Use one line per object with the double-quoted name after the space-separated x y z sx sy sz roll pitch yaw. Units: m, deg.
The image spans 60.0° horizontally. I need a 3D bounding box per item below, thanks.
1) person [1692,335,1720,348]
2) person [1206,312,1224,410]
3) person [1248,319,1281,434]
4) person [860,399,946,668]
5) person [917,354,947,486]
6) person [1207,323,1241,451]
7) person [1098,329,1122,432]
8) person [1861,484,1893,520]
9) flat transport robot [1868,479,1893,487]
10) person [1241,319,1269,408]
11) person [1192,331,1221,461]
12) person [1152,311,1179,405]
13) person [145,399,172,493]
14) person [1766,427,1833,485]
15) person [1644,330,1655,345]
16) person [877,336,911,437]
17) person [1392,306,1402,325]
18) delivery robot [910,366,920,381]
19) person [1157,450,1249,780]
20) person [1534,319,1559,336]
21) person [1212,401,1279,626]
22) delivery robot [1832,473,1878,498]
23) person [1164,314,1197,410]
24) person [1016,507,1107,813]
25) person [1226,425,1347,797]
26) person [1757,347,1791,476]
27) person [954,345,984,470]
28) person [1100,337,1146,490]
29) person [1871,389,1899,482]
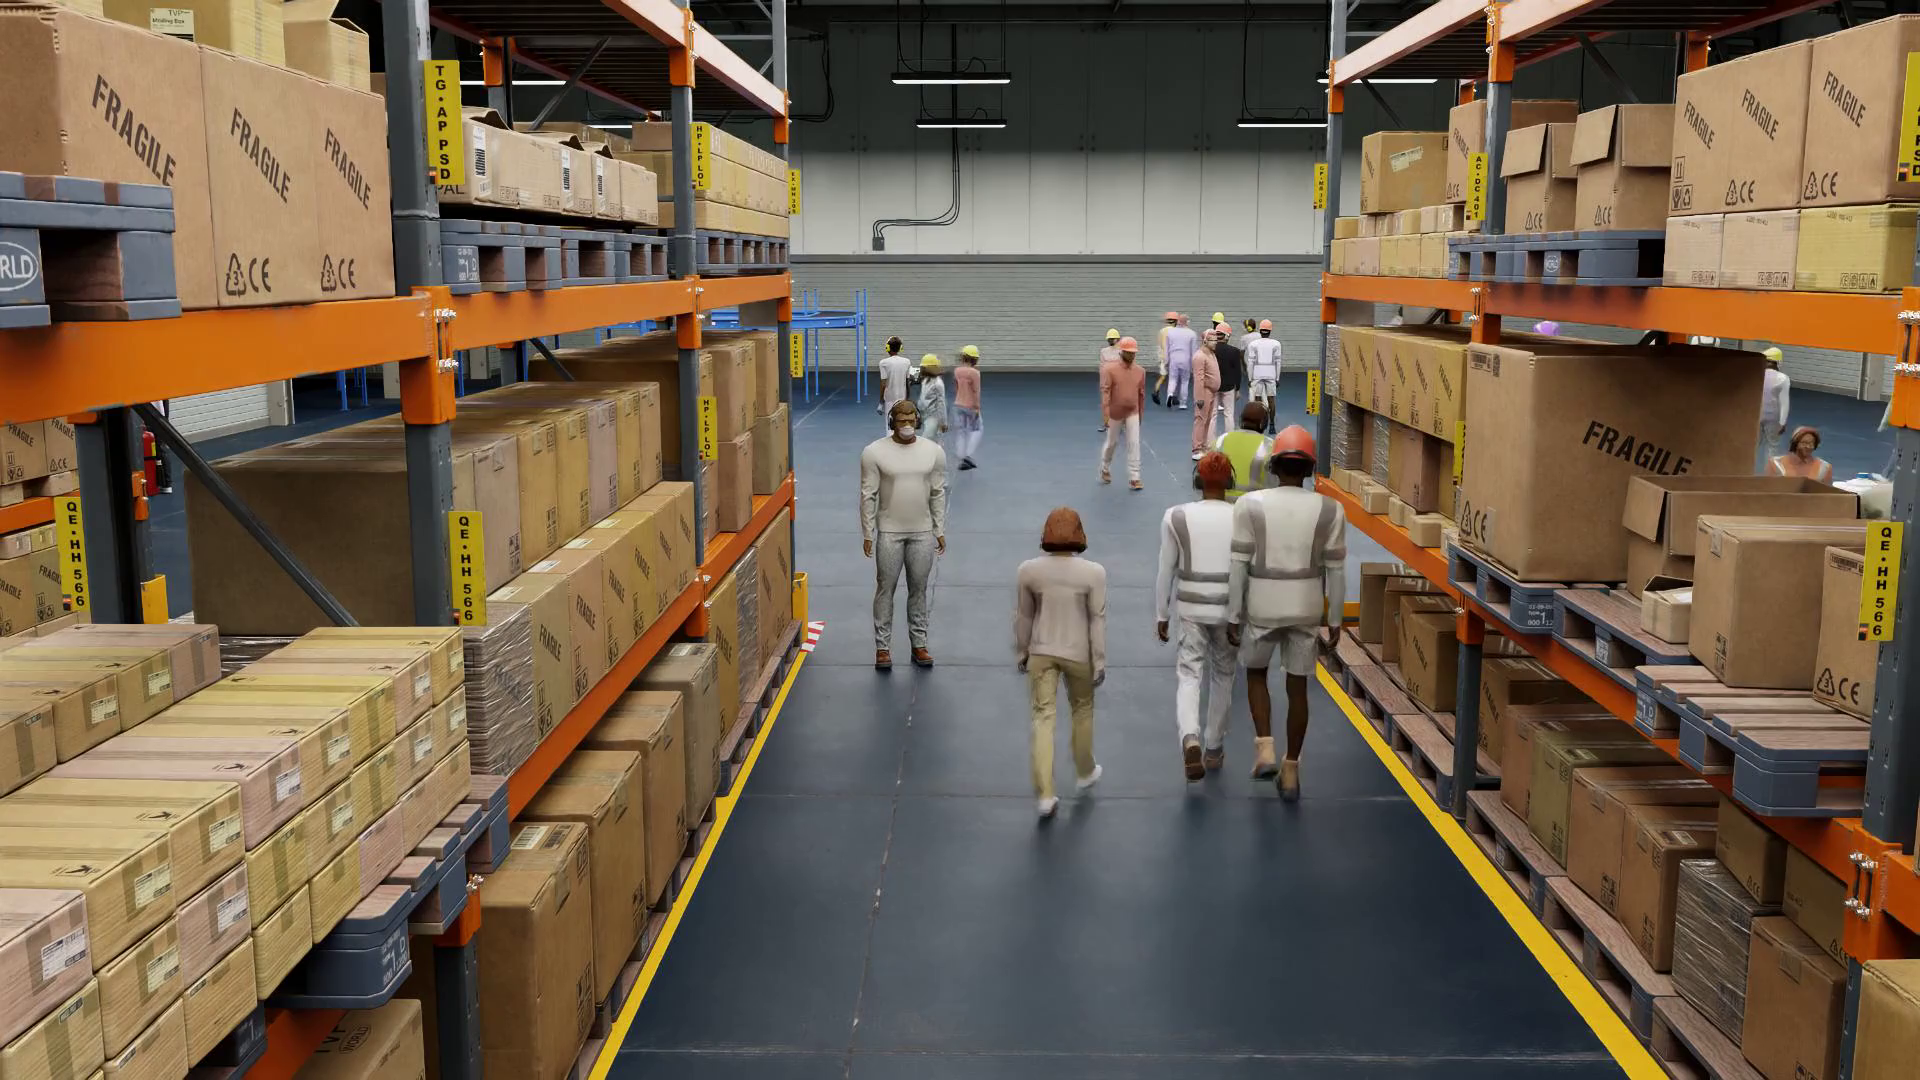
14.272 -3.313 31.912 0.508 1.813 0.911 3 10 20 "person"
5.025 -3.508 32.718 0.585 1.921 0.383 -8 13 -41 "person"
5.174 -2.782 28.313 0.547 1.938 0.377 1 10 7 "person"
-0.404 -0.051 11.956 0.636 1.936 0.354 -3 10 -16 "person"
-0.432 -1.532 21.476 0.605 1.725 0.491 -4 10 -21 "person"
3.969 -2.302 25.291 0.612 1.987 0.401 3 10 16 "person"
2.629 -2.736 28.554 0.526 1.768 0.330 6 11 30 "person"
5.627 0.292 9.877 0.649 1.939 1.006 6 11 30 "person"
11.068 -0.558 20.108 0.652 0.197 1.431 8 12 40 "flat transport robot"
5.703 -3.339 32.008 0.605 1.824 0.372 2 10 13 "person"
3.631 -2.120 24.454 0.402 1.904 0.652 4 10 23 "person"
4.233 -3.705 33.960 0.566 1.906 0.819 8 12 40 "person"
-10.159 -1.522 20.825 0.373 1.917 0.594 5 11 26 "person"
6.639 -0.091 13.217 0.521 1.599 0.821 3 10 17 "person"
14.433 -3.780 34.374 0.921 1.919 0.604 -6 11 -31 "person"
-0.936 -1.957 23.581 0.530 1.871 0.323 -6 11 -33 "person"
11.040 -4.961 41.719 0.631 1.825 0.650 -7 12 -35 "person"
-1.326 -4.019 39.708 0.707 0.478 0.477 4 10 23 "delivery robot"
1.399 0.424 9.370 0.588 1.861 0.831 2 10 10 "person"
13.100 -4.256 37.217 0.560 1.916 0.656 3 10 17 "person"
2.247 -0.195 13.208 0.638 1.813 0.538 9 13 44 "person"
10.141 -0.513 18.710 0.477 0.478 0.707 0 10 -2 "delivery robot"
4.350 -3.509 32.853 0.671 1.882 0.565 3 10 19 "person"
0.560 0.614 8.942 0.518 1.595 0.796 3 10 18 "person"
1.777 0.384 9.087 0.645 2.023 0.440 1 10 5 "person"
10.426 -1.593 21.591 0.666 1.816 0.606 -8 12 -38 "person"
0.120 -1.860 23.380 0.523 1.748 0.386 9 13 42 "person"
2.097 -1.667 21.611 0.620 1.958 0.981 -2 10 -12 "person"
12.121 -1.465 21.452 0.518 1.589 0.831 -4 10 -21 "person"
